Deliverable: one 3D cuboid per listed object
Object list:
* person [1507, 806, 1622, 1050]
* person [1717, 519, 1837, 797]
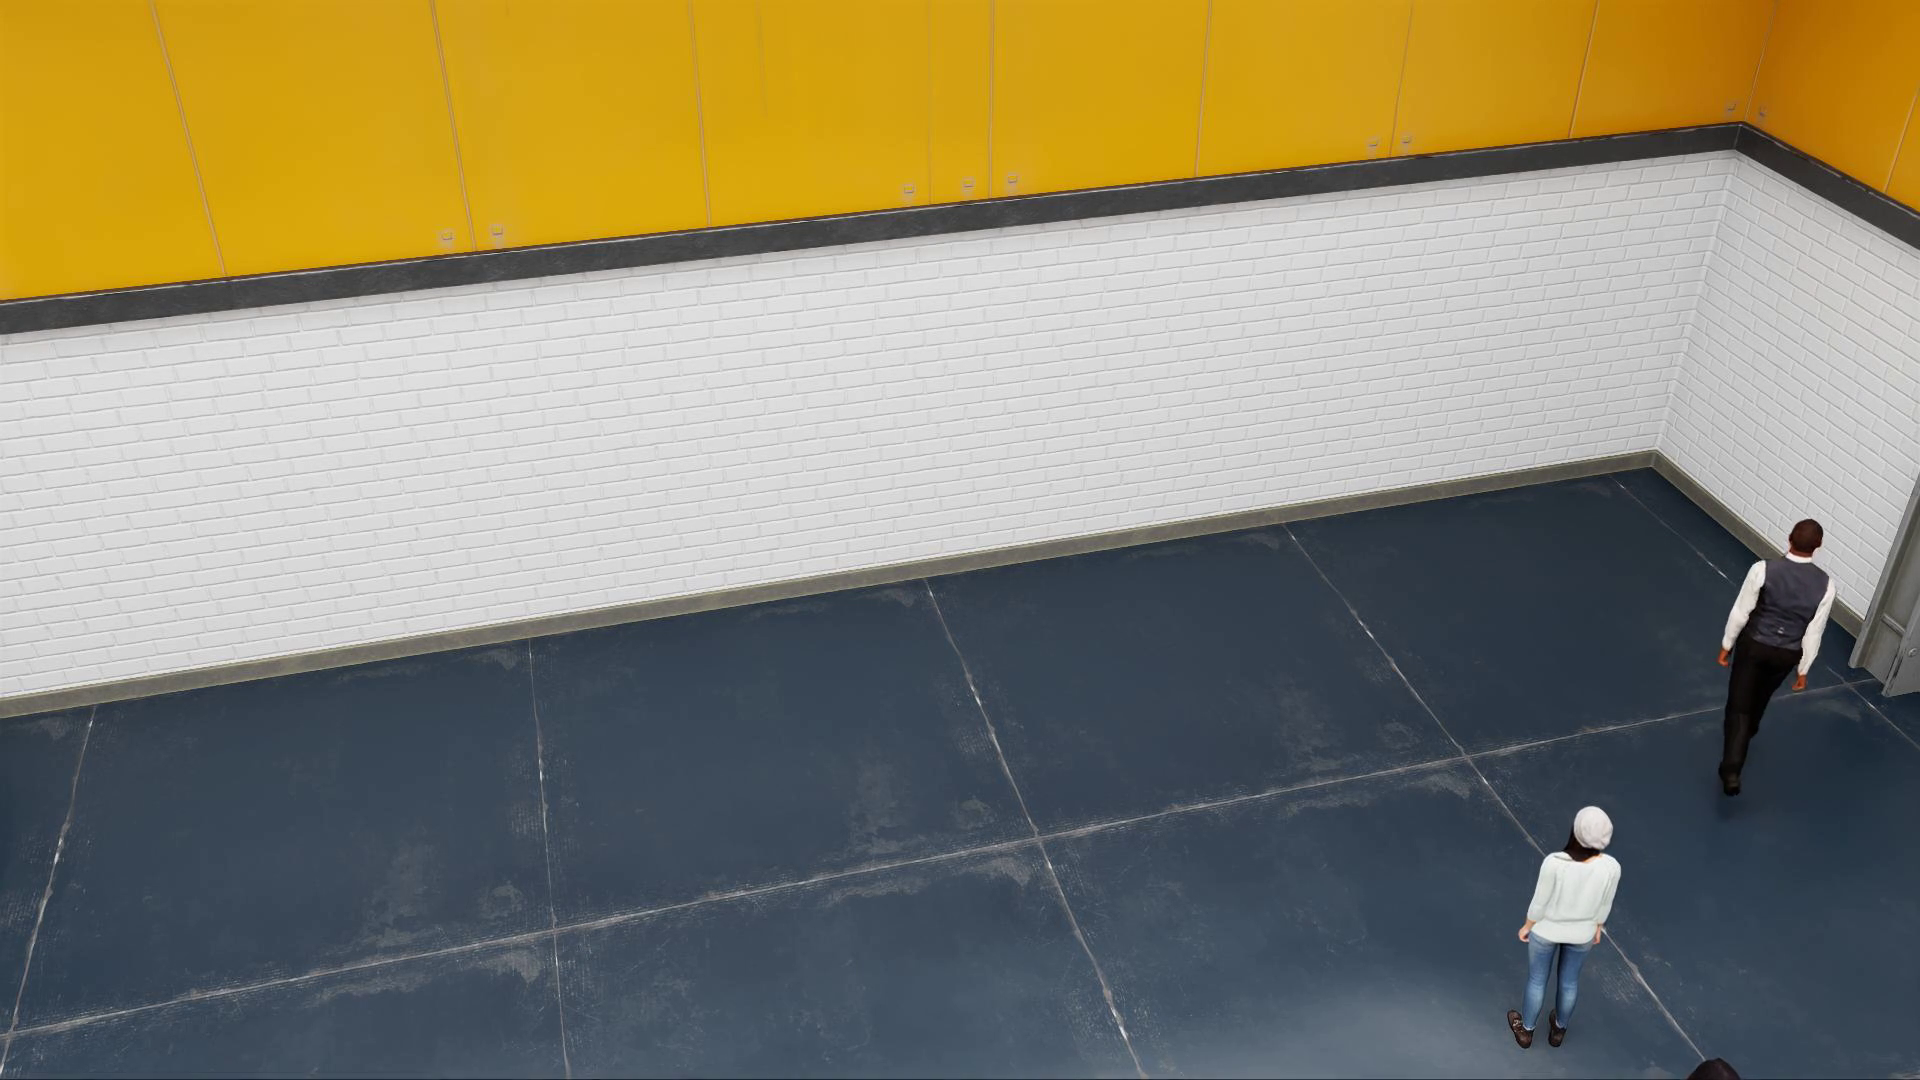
[{"bbox_3d":[3.181,2.036,8.765,0.626,1.644,0.580,1,34,2],"label":"person"},{"bbox_3d":[5.076,0.768,10.458,1.175,1.881,1.329,13,36,18],"label":"person"}]
